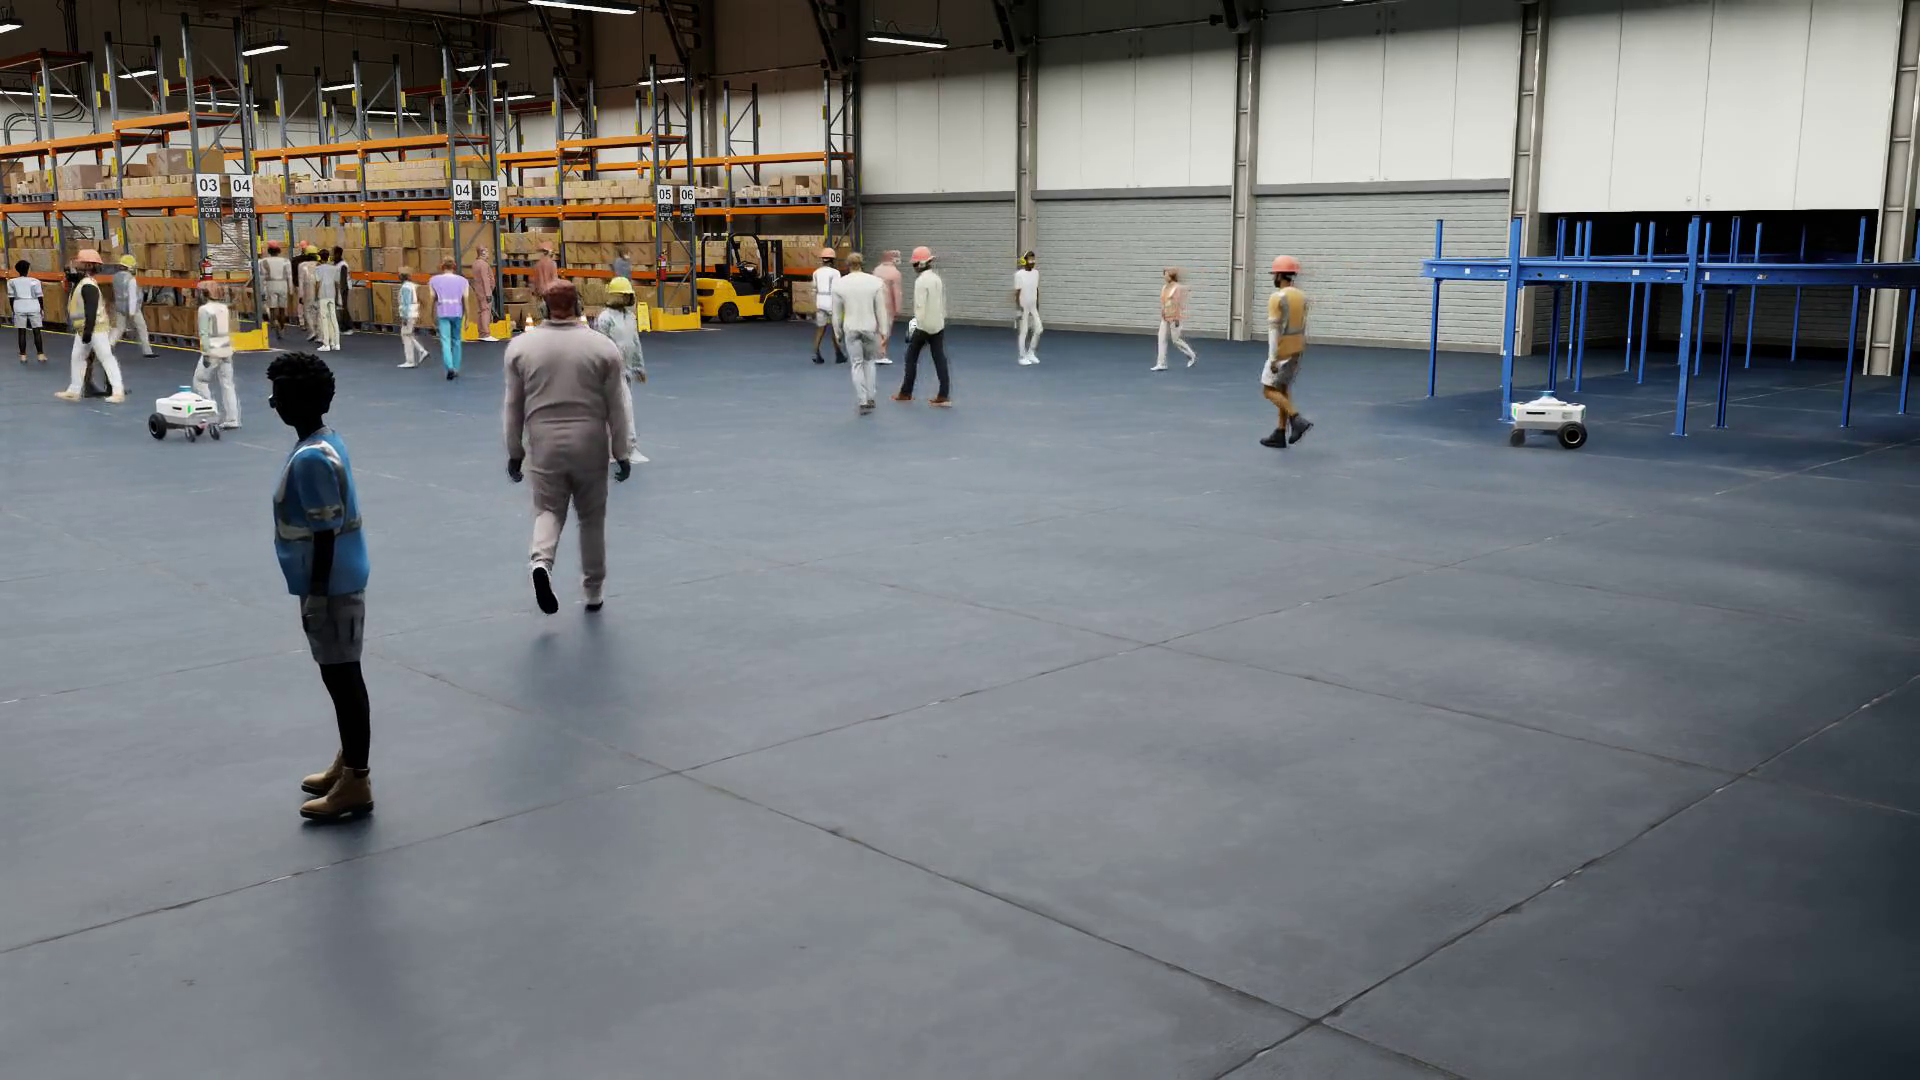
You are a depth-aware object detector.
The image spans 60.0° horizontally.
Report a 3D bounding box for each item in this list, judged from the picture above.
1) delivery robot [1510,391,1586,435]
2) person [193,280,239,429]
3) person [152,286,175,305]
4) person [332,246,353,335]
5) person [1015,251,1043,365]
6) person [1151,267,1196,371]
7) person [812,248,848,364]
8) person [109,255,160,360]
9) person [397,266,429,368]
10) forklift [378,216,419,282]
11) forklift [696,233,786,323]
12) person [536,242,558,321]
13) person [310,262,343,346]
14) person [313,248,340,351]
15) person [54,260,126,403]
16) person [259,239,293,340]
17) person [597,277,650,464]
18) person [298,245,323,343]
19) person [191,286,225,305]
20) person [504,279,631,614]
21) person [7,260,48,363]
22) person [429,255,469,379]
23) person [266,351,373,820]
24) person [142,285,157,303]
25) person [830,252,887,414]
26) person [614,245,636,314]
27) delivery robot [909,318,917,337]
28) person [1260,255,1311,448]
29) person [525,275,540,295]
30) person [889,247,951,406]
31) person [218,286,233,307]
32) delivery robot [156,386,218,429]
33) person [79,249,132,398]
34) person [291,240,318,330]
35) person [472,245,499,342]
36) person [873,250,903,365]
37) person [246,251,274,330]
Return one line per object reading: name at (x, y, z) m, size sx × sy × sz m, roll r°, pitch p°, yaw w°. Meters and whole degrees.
delivery robot at (5.959, -1.270, 16.867) m, size 0.707 × 0.478 × 0.477 m, roll 3°, pitch 11°, yaw 16°
person at (-8.191, -2.015, 18.154) m, size 0.568 × 1.619 × 0.538 m, roll 2°, pitch 11°, yaw 9°
person at (-17.861, -5.531, 37.347) m, size 0.519 × 1.609 × 0.564 m, roll -7°, pitch 12°, yaw -32°
person at (-13.176, -5.309, 35.450) m, size 0.372 × 1.878 × 0.745 m, roll -8°, pitch 13°, yaw -36°
person at (1.139, -3.786, 27.175) m, size 0.566 × 1.849 × 0.504 m, roll -8°, pitch 13°, yaw -36°
person at (3.374, -3.471, 26.127) m, size 0.699 × 1.619 × 0.521 m, roll -5°, pitch 12°, yaw -25°
person at (-2.193, -3.877, 27.540) m, size 0.559 × 1.910 × 0.812 m, roll 6°, pitch 12°, yaw 30°
person at (-14.145, -3.932, 28.167) m, size 0.580 × 1.790 × 0.921 m, roll 6°, pitch 12°, yaw 30°
person at (-8.824, -3.570, 26.625) m, size 0.398 × 1.621 × 0.531 m, roll -2°, pitch 11°, yaw -9°
forklift at (-17.868, -9.201, 54.028) m, size 1.873 × 2.768 × 1.129 m, roll -10°, pitch 14°, yaw -44°
forklift at (-5.496, -6.489, 41.108) m, size 2.313 × 2.155 × 1.214 m, roll -10°, pitch 14°, yaw -44°
person at (-8.232, -4.985, 33.371) m, size 0.652 × 1.977 × 0.431 m, roll 9°, pitch 13°, yaw 39°
person at (-12.175, -4.548, 31.957) m, size 0.608 × 1.615 × 0.399 m, roll -3°, pitch 11°, yaw -13°
person at (-11.665, -4.419, 30.592) m, size 0.316 × 1.870 × 0.531 m, roll 7°, pitch 12°, yaw 33°
person at (-11.079, -2.633, 21.086) m, size 0.737 × 1.794 × 0.656 m, roll -10°, pitch 14°, yaw -43°
person at (-13.881, -5.085, 33.805) m, size 0.613 × 2.026 × 0.657 m, roll -6°, pitch 12°, yaw -28°
person at (-3.042, -1.555, 15.350) m, size 0.711 × 1.717 × 0.507 m, roll 5°, pitch 11°, yaw 24°
person at (-12.790, -4.860, 32.863) m, size 0.611 × 1.912 × 0.500 m, roll -9°, pitch 14°, yaw -40°
person at (-15.702, -5.261, 34.756) m, size 0.634 × 2.023 × 0.505 m, roll -9°, pitch 14°, yaw -42°
person at (-2.184, -0.504, 9.233) m, size 0.677 × 1.879 × 0.711 m, roll -1°, pitch 10°, yaw -7°
person at (-15.577, -3.816, 27.777) m, size 0.535 × 1.697 × 0.318 m, roll -4°, pitch 11°, yaw -18°
person at (-7.582, -3.323, 24.761) m, size 0.567 × 1.816 × 0.895 m, roll -5°, pitch 11°, yaw -25°
person at (-2.322, 0.161, 6.079) m, size 0.322 × 1.699 × 0.536 m, roll -3°, pitch 11°, yaw -17°
person at (-21.403, -6.862, 43.875) m, size 0.552 × 1.897 × 0.979 m, roll -8°, pitch 13°, yaw -39°
person at (-1.223, -2.485, 19.964) m, size 0.666 × 1.900 × 0.736 m, roll -2°, pitch 11°, yaw -11°
person at (-7.137, -5.273, 35.187) m, size 0.658 × 1.891 × 0.636 m, roll 3°, pitch 11°, yaw 15°
delivery robot at (-0.845, -4.265, 33.199) m, size 0.477 × 0.478 × 0.707 m, roll 0°, pitch 10°, yaw -2°
person at (3.267, -1.868, 16.550) m, size 0.551 × 1.917 × 0.565 m, roll -9°, pitch 14°, yaw -41°
person at (-11.516, -6.963, 44.948) m, size 0.530 × 1.692 × 0.321 m, roll -10°, pitch 14°, yaw -42°
person at (-0.502, -2.657, 20.738) m, size 0.928 × 1.950 × 0.634 m, roll 6°, pitch 12°, yaw 30°
person at (-16.277, -5.559, 36.595) m, size 0.601 × 1.948 × 0.386 m, roll 3°, pitch 11°, yaw 16°
delivery robot at (-8.095, -1.370, 17.411) m, size 0.707 × 0.478 × 0.477 m, roll 8°, pitch 13°, yaw 37°
person at (-11.221, -2.825, 21.747) m, size 0.652 × 1.920 × 0.581 m, roll -9°, pitch 14°, yaw -41°
person at (-14.658, -5.716, 37.319) m, size 0.612 × 1.997 × 0.375 m, roll -10°, pitch 14°, yaw -43°
person at (-9.501, -4.934, 33.286) m, size 0.407 × 1.913 × 0.641 m, roll -7°, pitch 12°, yaw -32°
person at (-1.188, -3.822, 27.359) m, size 0.512 × 1.865 × 0.697 m, roll -7°, pitch 13°, yaw -35°
person at (-15.463, -5.549, 36.784) m, size 0.577 × 1.866 × 0.663 m, roll -9°, pitch 14°, yaw -42°
